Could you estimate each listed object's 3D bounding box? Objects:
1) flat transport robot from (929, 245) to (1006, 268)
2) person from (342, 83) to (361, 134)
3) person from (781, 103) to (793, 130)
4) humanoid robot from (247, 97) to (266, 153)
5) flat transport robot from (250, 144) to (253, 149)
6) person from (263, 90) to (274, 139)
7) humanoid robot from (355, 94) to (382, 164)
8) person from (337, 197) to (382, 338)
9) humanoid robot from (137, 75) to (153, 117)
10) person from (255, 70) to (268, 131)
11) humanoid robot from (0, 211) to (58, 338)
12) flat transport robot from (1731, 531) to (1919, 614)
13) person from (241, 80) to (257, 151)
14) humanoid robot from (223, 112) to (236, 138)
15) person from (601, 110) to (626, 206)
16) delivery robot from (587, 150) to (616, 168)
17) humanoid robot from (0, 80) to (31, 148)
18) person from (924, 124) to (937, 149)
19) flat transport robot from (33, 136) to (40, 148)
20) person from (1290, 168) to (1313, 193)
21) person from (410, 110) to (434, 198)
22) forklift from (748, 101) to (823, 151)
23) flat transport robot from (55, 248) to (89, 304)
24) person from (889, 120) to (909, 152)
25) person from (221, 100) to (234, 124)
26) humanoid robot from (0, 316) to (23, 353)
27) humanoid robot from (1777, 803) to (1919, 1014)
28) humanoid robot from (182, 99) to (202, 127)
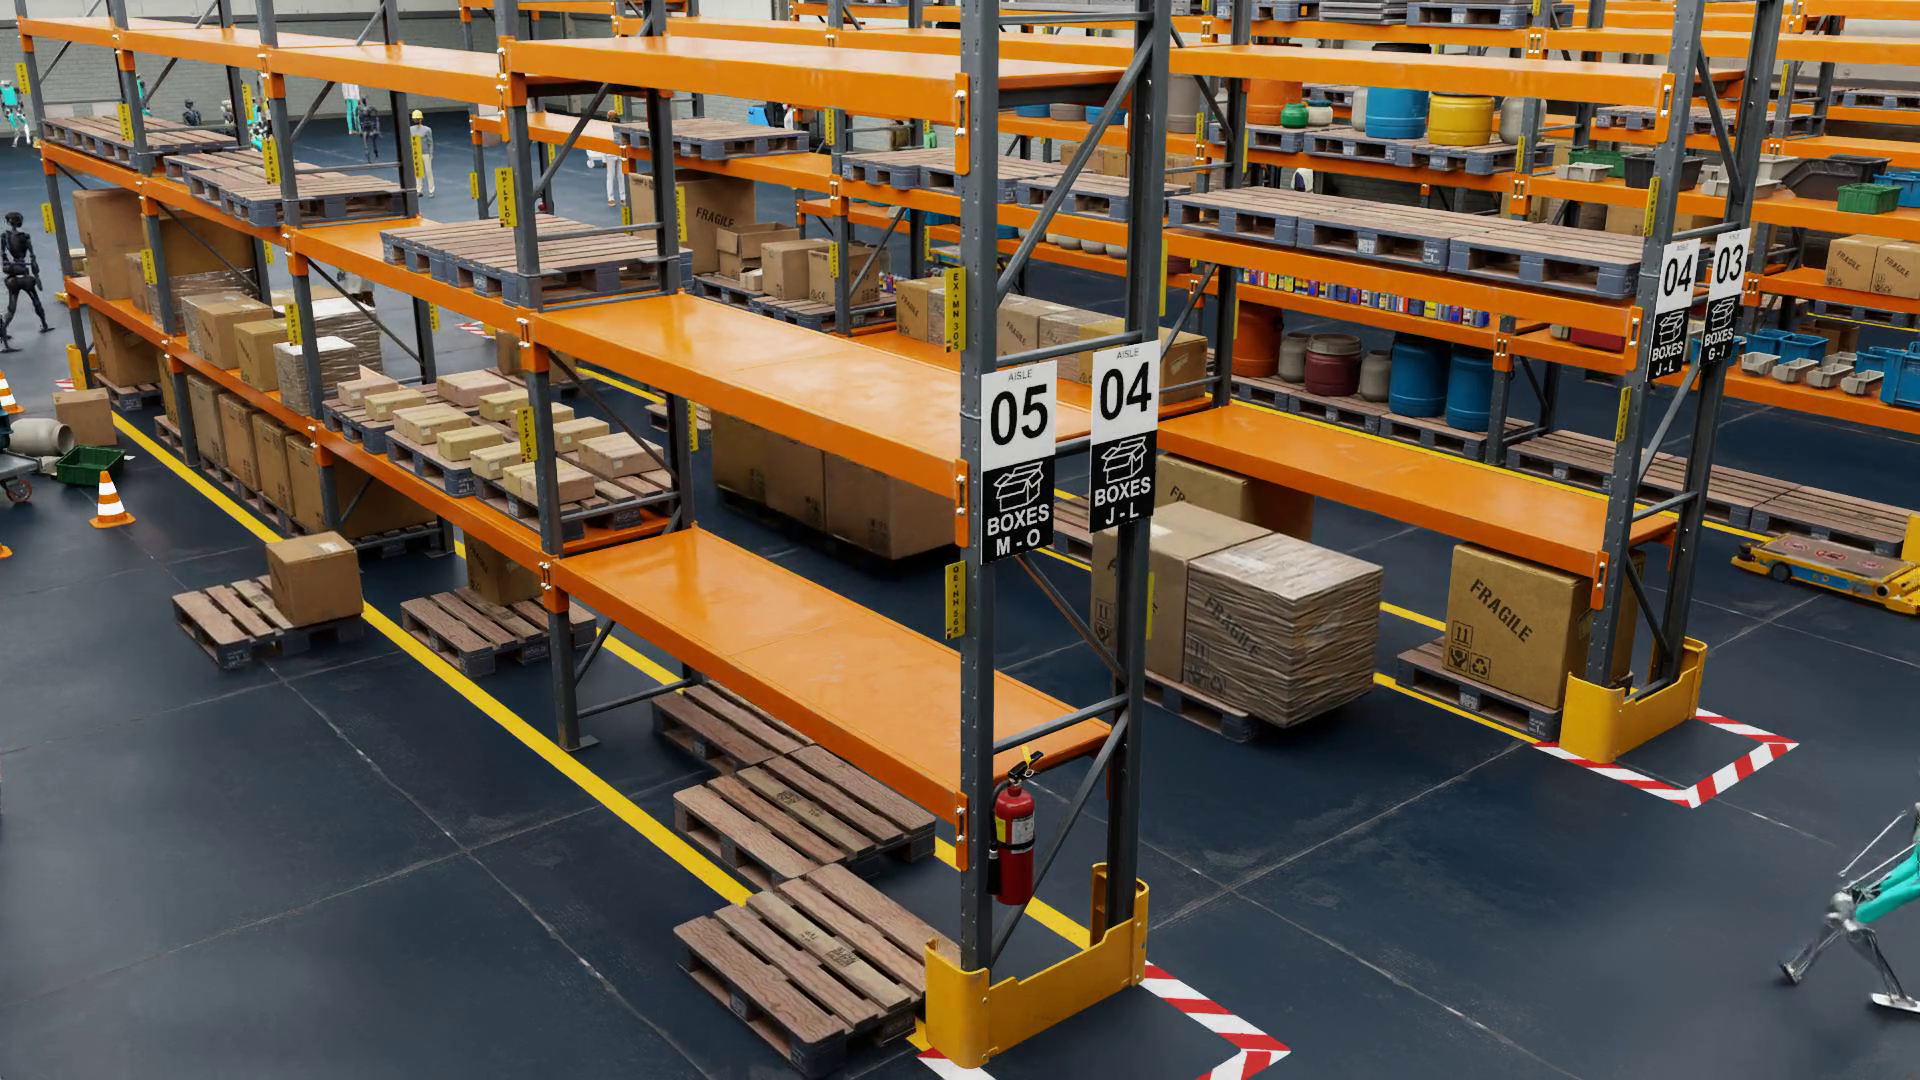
[{"bbox_3d":[0.069,-4.567,26.934,0.659,0.231,1.431,-13,23,-33],"label":"flat transport robot"},{"bbox_3d":[-17.057,-12.364,46.642,0.498,1.914,0.348,6,20,16],"label":"person"},{"bbox_3d":[-3.707,-8.746,36.379,0.371,1.892,0.582,-5,20,-14],"label":"person"},{"bbox_3d":[-15.944,-9.177,37.909,1.016,1.767,0.532,13,23,33],"label":"humanoid robot"},{"bbox_3d":[-18.822,-9.950,42.253,1.431,0.231,0.659,2,19,6],"label":"flat transport robot"},{"bbox_3d":[-18.633,-11.637,44.913,0.322,1.690,0.532,-5,20,-13],"label":"person"},{"bbox_3d":[-14.176,-9.850,39.864,0.595,1.632,0.619,-3,20,-9],"label":"humanoid robot"},{"bbox_3d":[-7.777,-3.518,21.457,0.374,1.930,0.700,9,21,24],"label":"person"},{"bbox_3d":[-22.330,-11.873,45.571,0.533,1.761,1.013,3,20,10],"label":"humanoid robot"},{"bbox_3d":[-19.931,-12.689,47.629,0.401,1.876,0.496,-3,20,-8],"label":"person"},{"bbox_3d":[-12.360,-3.460,21.776,0.601,1.645,0.808,7,20,19],"label":"humanoid robot"},{"bbox_3d":[7.006,0.243,13.244,0.659,0.231,1.431,-15,24,-37],"label":"flat transport robot"},{"bbox_3d":[-18.119,-10.740,42.129,0.795,1.843,0.410,8,21,21],"label":"person"},{"bbox_3d":[-15.332,-8.191,35.130,0.447,1.651,0.589,1,19,3],"label":"humanoid robot"},{"bbox_3d":[-6.884,-7.626,33.224,0.565,1.878,0.354,-13,23,-33],"label":"person"},{"bbox_3d":[-8.489,-9.131,39.470,0.766,0.580,0.499,-5,20,-13],"label":"delivery robot"},{"bbox_3d":[-24.542,-11.068,43.251,0.562,1.767,0.921,-3,20,-8],"label":"humanoid robot"},{"bbox_3d":[-0.629,-7.547,33.206,0.473,1.736,0.326,17,25,40],"label":"person"},{"bbox_3d":[-23.983,-10.469,43.731,0.659,0.231,1.431,-9,21,-24],"label":"flat transport robot"},{"bbox_3d":[5.533,-5.433,27.019,0.385,1.845,0.568,9,21,23],"label":"person"},{"bbox_3d":[-11.136,-7.974,34.366,0.529,1.772,0.300,2,19,5],"label":"person"},{"bbox_3d":[-4.526,-11.368,42.374,1.129,2.768,1.873,-15,24,-37],"label":"forklift"},{"bbox_3d":[-12.408,-3.682,24.416,0.659,0.231,1.431,18,26,41],"label":"flat transport robot"},{"bbox_3d":[-1.243,-8.116,34.799,0.573,1.745,0.456,-15,24,-36],"label":"person"},{"bbox_3d":[-15.673,-8.544,35.897,0.515,1.831,1.027,16,25,39],"label":"person"},{"bbox_3d":[-12.296,-3.109,20.766,0.765,1.640,0.601,-12,23,-31],"label":"humanoid robot"},{"bbox_3d":[4.316,1.443,7.749,0.830,1.874,0.554,7,21,19],"label":"humanoid robot"},{"bbox_3d":[-17.779,-9.417,38.683,0.756,1.640,0.601,7,20,19],"label":"humanoid robot"}]
